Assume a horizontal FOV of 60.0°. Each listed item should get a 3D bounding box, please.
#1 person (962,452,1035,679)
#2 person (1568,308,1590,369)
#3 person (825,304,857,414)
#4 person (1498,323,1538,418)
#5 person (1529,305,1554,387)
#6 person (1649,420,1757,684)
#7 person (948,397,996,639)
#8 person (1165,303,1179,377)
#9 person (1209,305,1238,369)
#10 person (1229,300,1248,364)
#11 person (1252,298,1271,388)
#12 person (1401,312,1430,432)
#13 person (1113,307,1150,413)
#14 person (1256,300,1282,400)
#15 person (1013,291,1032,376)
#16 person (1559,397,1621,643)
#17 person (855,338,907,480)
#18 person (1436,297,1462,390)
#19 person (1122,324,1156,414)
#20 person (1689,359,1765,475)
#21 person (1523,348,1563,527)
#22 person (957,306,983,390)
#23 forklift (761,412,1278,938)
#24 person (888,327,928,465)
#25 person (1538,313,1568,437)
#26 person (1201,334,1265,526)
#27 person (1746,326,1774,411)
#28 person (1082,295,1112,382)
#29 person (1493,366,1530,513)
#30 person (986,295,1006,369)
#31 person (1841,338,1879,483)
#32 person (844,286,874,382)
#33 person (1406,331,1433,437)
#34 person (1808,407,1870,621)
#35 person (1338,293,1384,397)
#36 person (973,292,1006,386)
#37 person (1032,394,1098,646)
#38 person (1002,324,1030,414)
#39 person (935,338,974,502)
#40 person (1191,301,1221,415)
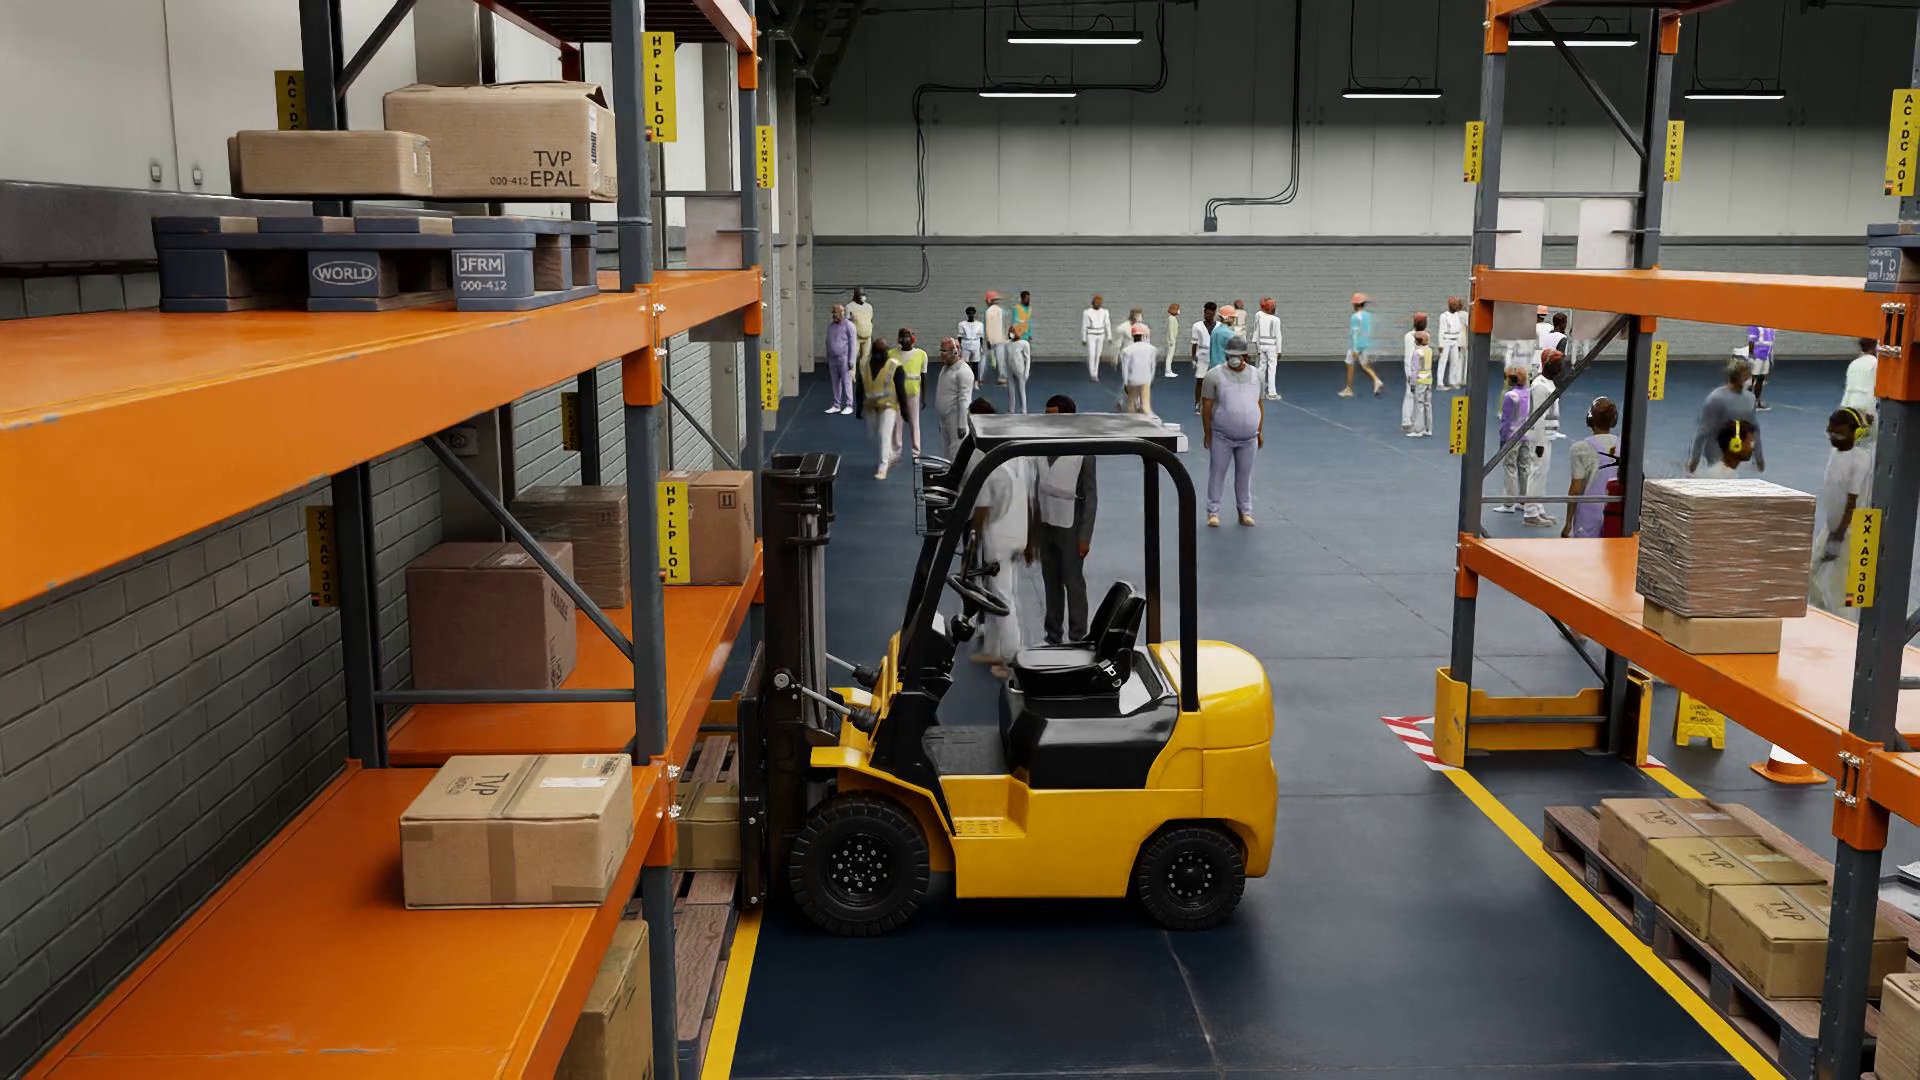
[{"bbox_3d":[0.208,0.047,11.413,0.710,1.817,0.551,8,13,39],"label":"person"},{"bbox_3d":[14.668,-5.013,39.241,0.605,1.951,0.380,6,12,30],"label":"person"},{"bbox_3d":[-2.099,-3.136,28.911,0.652,1.904,0.402,8,13,39],"label":"person"},{"bbox_3d":[9.260,-2.867,27.571,0.607,1.868,0.982,-4,11,-19],"label":"person"},{"bbox_3d":[9.848,-3.053,28.353,0.545,1.938,0.355,-4,11,-22],"label":"person"},{"bbox_3d":[5.099,0.117,11.015,0.964,1.819,0.511,6,12,30],"label":"person"},{"bbox_3d":[0.148,-0.176,12.709,0.485,1.812,1.027,0,10,2],"label":"person"},{"bbox_3d":[4.716,-4.432,36.913,0.278,1.627,0.498,2,10,12],"label":"person"},{"bbox_3d":[4.147,-2.690,26.180,0.392,1.991,0.612,-4,11,-22],"label":"person"},{"bbox_3d":[6.549,-4.826,39.103,0.509,1.630,0.316,-6,12,-30],"label":"person"},{"bbox_3d":[6.204,-4.041,34.105,0.390,1.850,0.565,5,11,28],"label":"person"},{"bbox_3d":[7.206,-2.649,26.254,0.585,1.882,0.342,-9,14,-41],"label":"person"},{"bbox_3d":[2.986,-3.115,28.909,0.645,1.870,1.124,-5,12,-28],"label":"person"},{"bbox_3d":[5.877,-3.608,31.598,0.355,1.884,0.576,-8,13,-39],"label":"person"},{"bbox_3d":[1.377,-4.581,36.986,0.423,1.900,0.590,8,13,39],"label":"person"},{"bbox_3d":[4.747,-0.144,12.407,0.505,1.846,0.346,-1,10,-6],"label":"person"},{"bbox_3d":[-0.950,-1.692,21.178,0.636,1.803,0.782,5,11,25],"label":"person"},{"bbox_3d":[9.883,-3.954,33.552,0.587,1.880,0.348,-6,12,-29],"label":"person"},{"bbox_3d":[2.784,-2.489,25.813,0.558,1.727,0.796,-1,10,-7],"label":"person"},{"bbox_3d":[7.376,-0.827,16.131,0.648,1.889,1.031,-6,12,-30],"label":"person"},{"bbox_3d":[6.137,-1.076,17.518,0.358,1.878,0.588,5,11,26],"label":"person"},{"bbox_3d":[0.210,-3.858,33.507,0.540,1.696,0.317,-1,10,-7],"label":"person"},{"bbox_3d":[0.291,0.548,7.580,2.313,2.155,1.214,0,10,-2],"label":"forklift"},{"bbox_3d":[-0.716,-1.937,22.392,0.564,1.846,0.390,1,10,7],"label":"person"},{"bbox_3d":[9.091,-2.524,25.492,0.397,1.911,0.588,-1,10,-8],"label":"person"},{"bbox_3d":[2.893,-1.149,17.462,0.688,2.000,0.536,-1,10,-8],"label":"person"},{"bbox_3d":[14.193,-3.270,29.485,0.609,1.964,0.364,-5,11,-28],"label":"person"},{"bbox_3d":[2.944,-4.295,35.535,0.576,1.840,0.919,-3,11,-15],"label":"person"},{"bbox_3d":[6.135,-1.107,18.382,0.521,1.632,0.313,-8,13,-37],"label":"person"},{"bbox_3d":[0.825,-4.908,39.227,0.563,1.742,0.338,-9,13,-39],"label":"person"},{"bbox_3d":[11.010,-1.546,20.170,0.830,1.857,0.683,-2,10,-10],"label":"person"},{"bbox_3d":[-2.119,-4.389,35.513,0.689,2.000,0.539,-6,12,-32],"label":"person"},{"bbox_3d":[7.081,-2.390,25.542,0.508,1.631,0.317,-10,14,-43],"label":"person"},{"bbox_3d":[6.268,-0.045,11.892,0.445,1.835,0.556,0,10,1],"label":"person"},{"bbox_3d":[7.703,-3.728,31.890,0.617,2.023,0.850,-9,14,-43],"label":"person"},{"bbox_3d":[0.579,-4.173,34.565,0.945,1.944,0.617,8,13,37],"label":"person"},{"bbox_3d":[0.733,-0.080,11.845,0.380,1.918,0.596,-8,13,-37],"label":"person"},{"bbox_3d":[0.925,-2.772,27.637,0.507,1.631,0.273,7,12,34],"label":"person"},{"bbox_3d":[-0.088,-1.350,18.983,0.397,1.900,0.649,-5,11,-24],"label":"person"},{"bbox_3d":[4.299,-3.134,28.731,0.608,1.963,0.370,0,10,1],"label":"person"}]
